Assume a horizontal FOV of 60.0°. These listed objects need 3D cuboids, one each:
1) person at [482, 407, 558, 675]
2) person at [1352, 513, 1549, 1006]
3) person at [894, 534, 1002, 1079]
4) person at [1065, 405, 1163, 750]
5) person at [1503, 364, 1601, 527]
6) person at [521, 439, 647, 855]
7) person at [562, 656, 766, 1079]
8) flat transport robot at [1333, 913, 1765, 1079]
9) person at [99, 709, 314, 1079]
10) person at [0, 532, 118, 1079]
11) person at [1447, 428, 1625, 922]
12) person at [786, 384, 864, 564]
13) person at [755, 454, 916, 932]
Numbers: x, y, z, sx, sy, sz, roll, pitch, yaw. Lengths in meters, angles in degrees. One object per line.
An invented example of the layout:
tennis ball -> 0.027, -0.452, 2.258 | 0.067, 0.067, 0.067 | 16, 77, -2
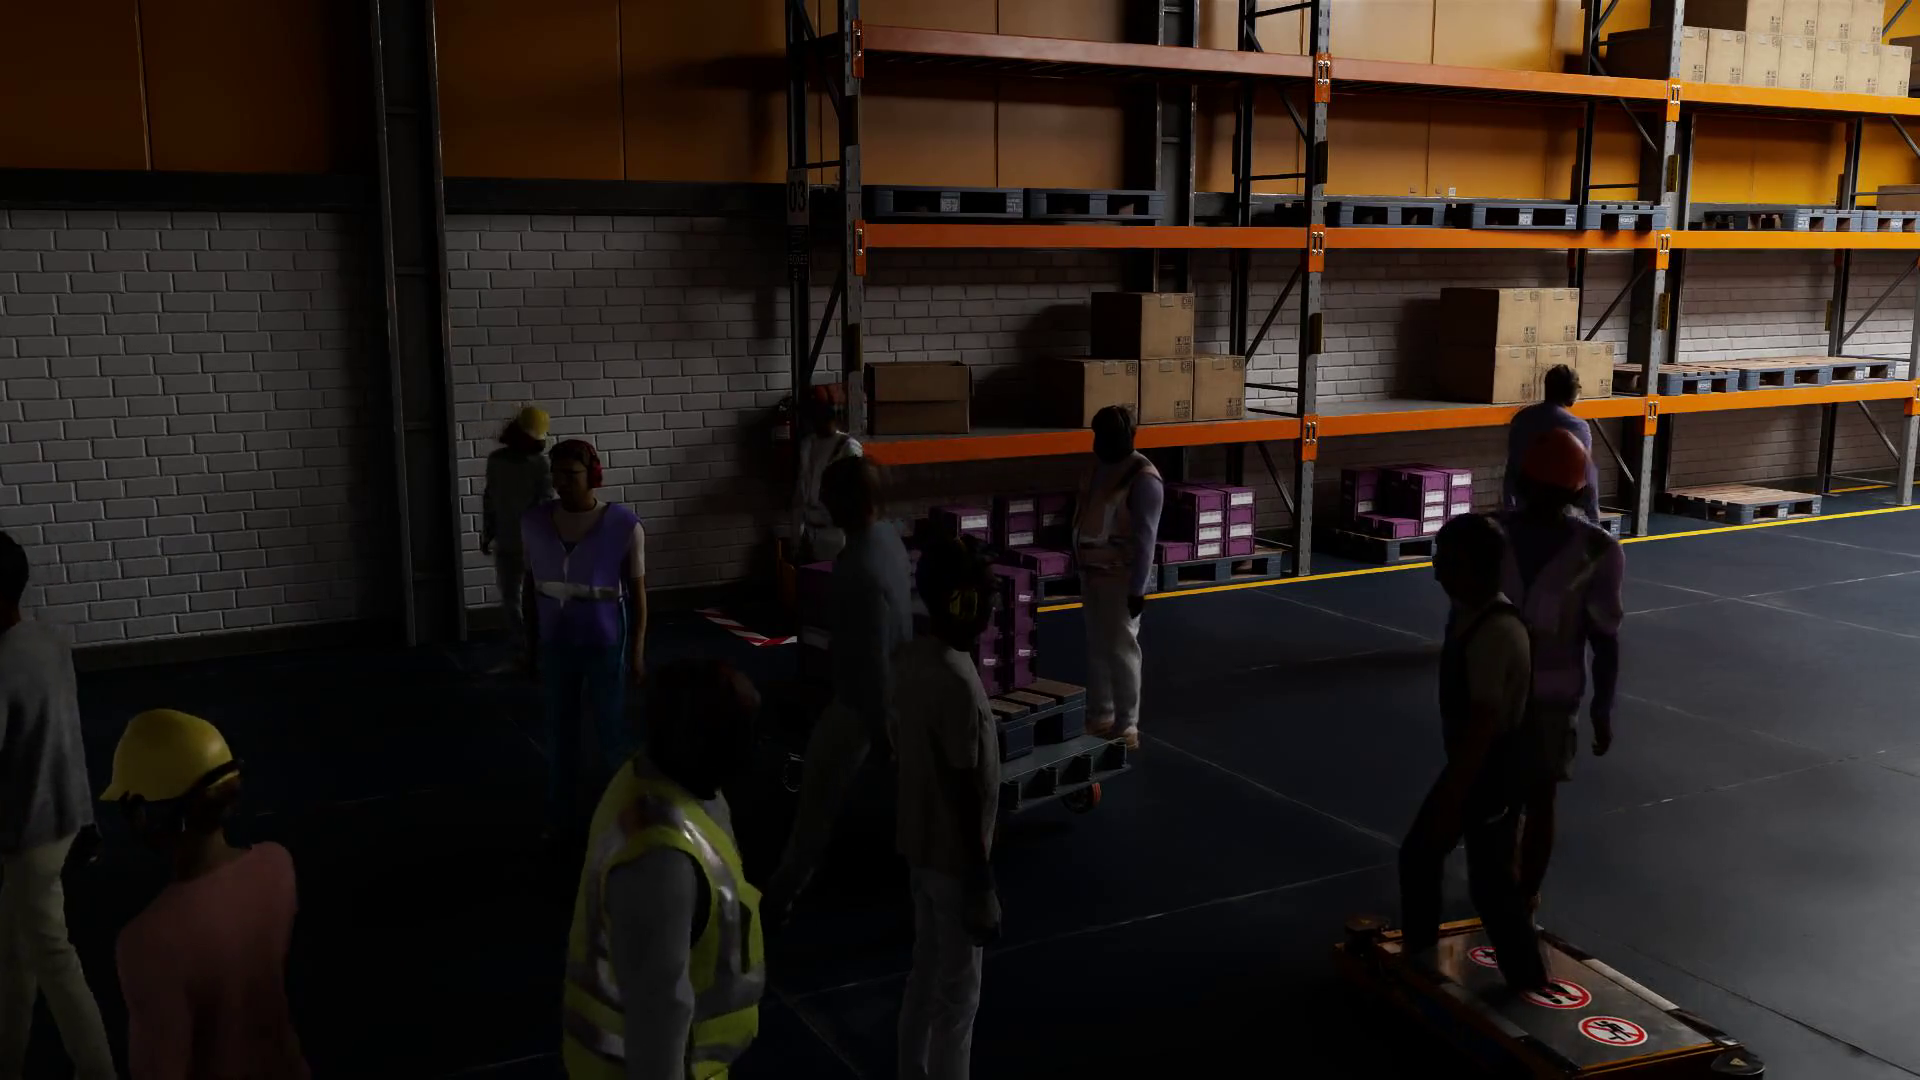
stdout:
person -> -2.680, 0.018, 10.331 | 0.606, 1.704, 0.360 | 4, 11, 22
person -> 1.709, 0.803, 5.557 | 0.647, 1.805, 0.552 | 1, 10, 7
person -> -0.016, 0.912, 4.713 | 0.328, 1.861, 0.521 | -4, 11, -22
person -> 0.810, 0.198, 8.883 | 0.429, 1.841, 0.634 | -5, 11, -25
person -> 3.983, -0.198, 10.961 | 0.903, 1.903, 0.665 | -4, 11, -21
person -> -1.642, 0.468, 7.308 | 0.564, 1.847, 0.397 | 2, 10, 10
person -> -0.619, 1.132, 3.627 | 0.646, 1.807, 0.635 | -2, 10, -12
flat transport robot -> 1.908, 1.563, 5.535 | 0.652, 0.197, 1.431 | -3, 10, -19
person -> -1.576, 1.194, 3.404 | 0.611, 1.747, 0.536 | 3, 10, 14
person -> -2.845, 0.888, 4.865 | 0.656, 1.852, 0.579 | -1, 10, -9
person -> 2.221, 0.545, 6.441 | 0.638, 2.010, 0.836 | 6, 12, 32
person -> -0.863, 0.014, 9.863 | 0.675, 1.862, 0.615 | -7, 12, -33
person -> -0.407, 0.607, 6.416 | 1.037, 1.884, 0.638 | 2, 10, 10
